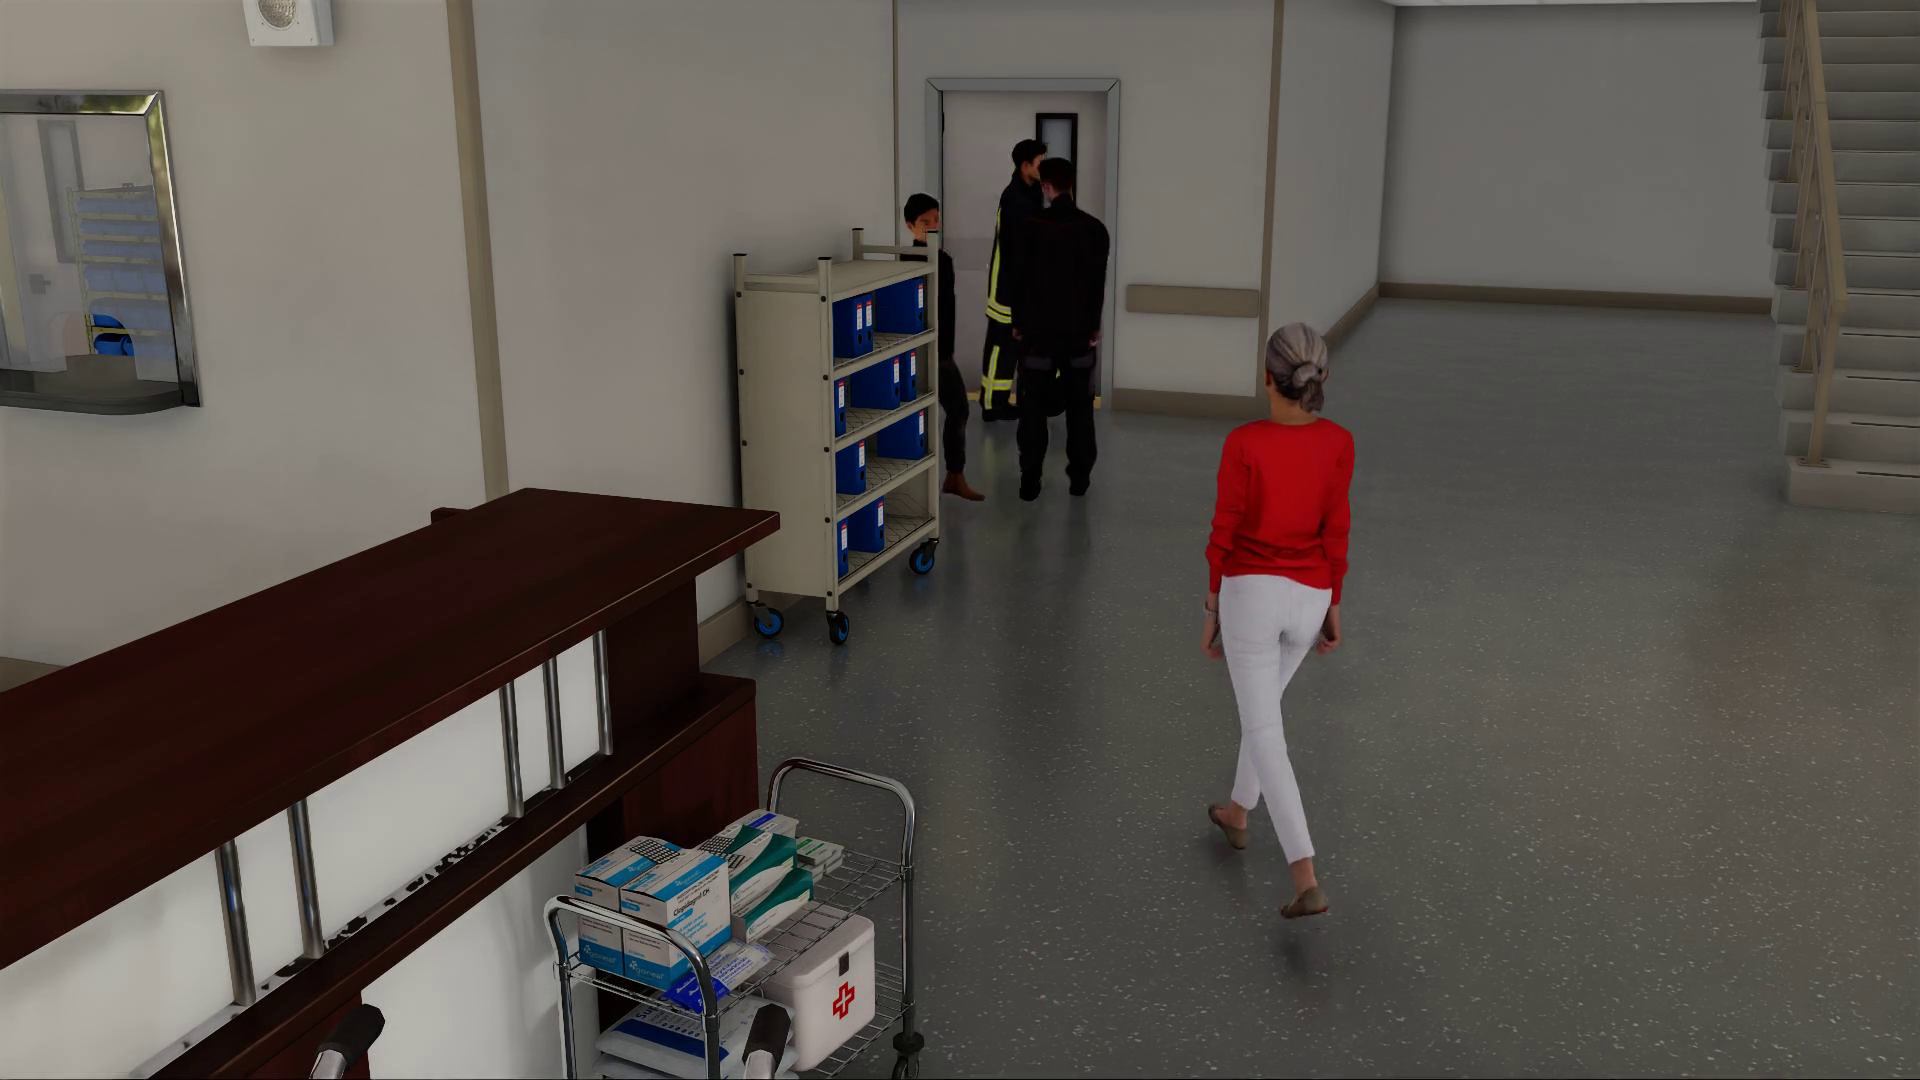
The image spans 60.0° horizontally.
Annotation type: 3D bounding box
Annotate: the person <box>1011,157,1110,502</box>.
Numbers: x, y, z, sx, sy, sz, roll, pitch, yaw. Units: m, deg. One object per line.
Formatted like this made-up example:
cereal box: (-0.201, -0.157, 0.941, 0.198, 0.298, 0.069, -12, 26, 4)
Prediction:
person: (0.528, -1.119, 9.130, 0.899, 1.883, 1.140, 1, 16, 5)

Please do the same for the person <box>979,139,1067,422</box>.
person: (0.305, -1.733, 11.279, 1.020, 1.901, 1.031, 2, 16, 5)

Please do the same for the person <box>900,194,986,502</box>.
person: (-0.245, -1.040, 9.183, 0.866, 1.703, 0.811, 14, 21, 41)

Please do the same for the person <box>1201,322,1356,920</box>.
person: (0.904, 0.259, 4.664, 0.945, 1.656, 1.164, -3, 16, -12)
